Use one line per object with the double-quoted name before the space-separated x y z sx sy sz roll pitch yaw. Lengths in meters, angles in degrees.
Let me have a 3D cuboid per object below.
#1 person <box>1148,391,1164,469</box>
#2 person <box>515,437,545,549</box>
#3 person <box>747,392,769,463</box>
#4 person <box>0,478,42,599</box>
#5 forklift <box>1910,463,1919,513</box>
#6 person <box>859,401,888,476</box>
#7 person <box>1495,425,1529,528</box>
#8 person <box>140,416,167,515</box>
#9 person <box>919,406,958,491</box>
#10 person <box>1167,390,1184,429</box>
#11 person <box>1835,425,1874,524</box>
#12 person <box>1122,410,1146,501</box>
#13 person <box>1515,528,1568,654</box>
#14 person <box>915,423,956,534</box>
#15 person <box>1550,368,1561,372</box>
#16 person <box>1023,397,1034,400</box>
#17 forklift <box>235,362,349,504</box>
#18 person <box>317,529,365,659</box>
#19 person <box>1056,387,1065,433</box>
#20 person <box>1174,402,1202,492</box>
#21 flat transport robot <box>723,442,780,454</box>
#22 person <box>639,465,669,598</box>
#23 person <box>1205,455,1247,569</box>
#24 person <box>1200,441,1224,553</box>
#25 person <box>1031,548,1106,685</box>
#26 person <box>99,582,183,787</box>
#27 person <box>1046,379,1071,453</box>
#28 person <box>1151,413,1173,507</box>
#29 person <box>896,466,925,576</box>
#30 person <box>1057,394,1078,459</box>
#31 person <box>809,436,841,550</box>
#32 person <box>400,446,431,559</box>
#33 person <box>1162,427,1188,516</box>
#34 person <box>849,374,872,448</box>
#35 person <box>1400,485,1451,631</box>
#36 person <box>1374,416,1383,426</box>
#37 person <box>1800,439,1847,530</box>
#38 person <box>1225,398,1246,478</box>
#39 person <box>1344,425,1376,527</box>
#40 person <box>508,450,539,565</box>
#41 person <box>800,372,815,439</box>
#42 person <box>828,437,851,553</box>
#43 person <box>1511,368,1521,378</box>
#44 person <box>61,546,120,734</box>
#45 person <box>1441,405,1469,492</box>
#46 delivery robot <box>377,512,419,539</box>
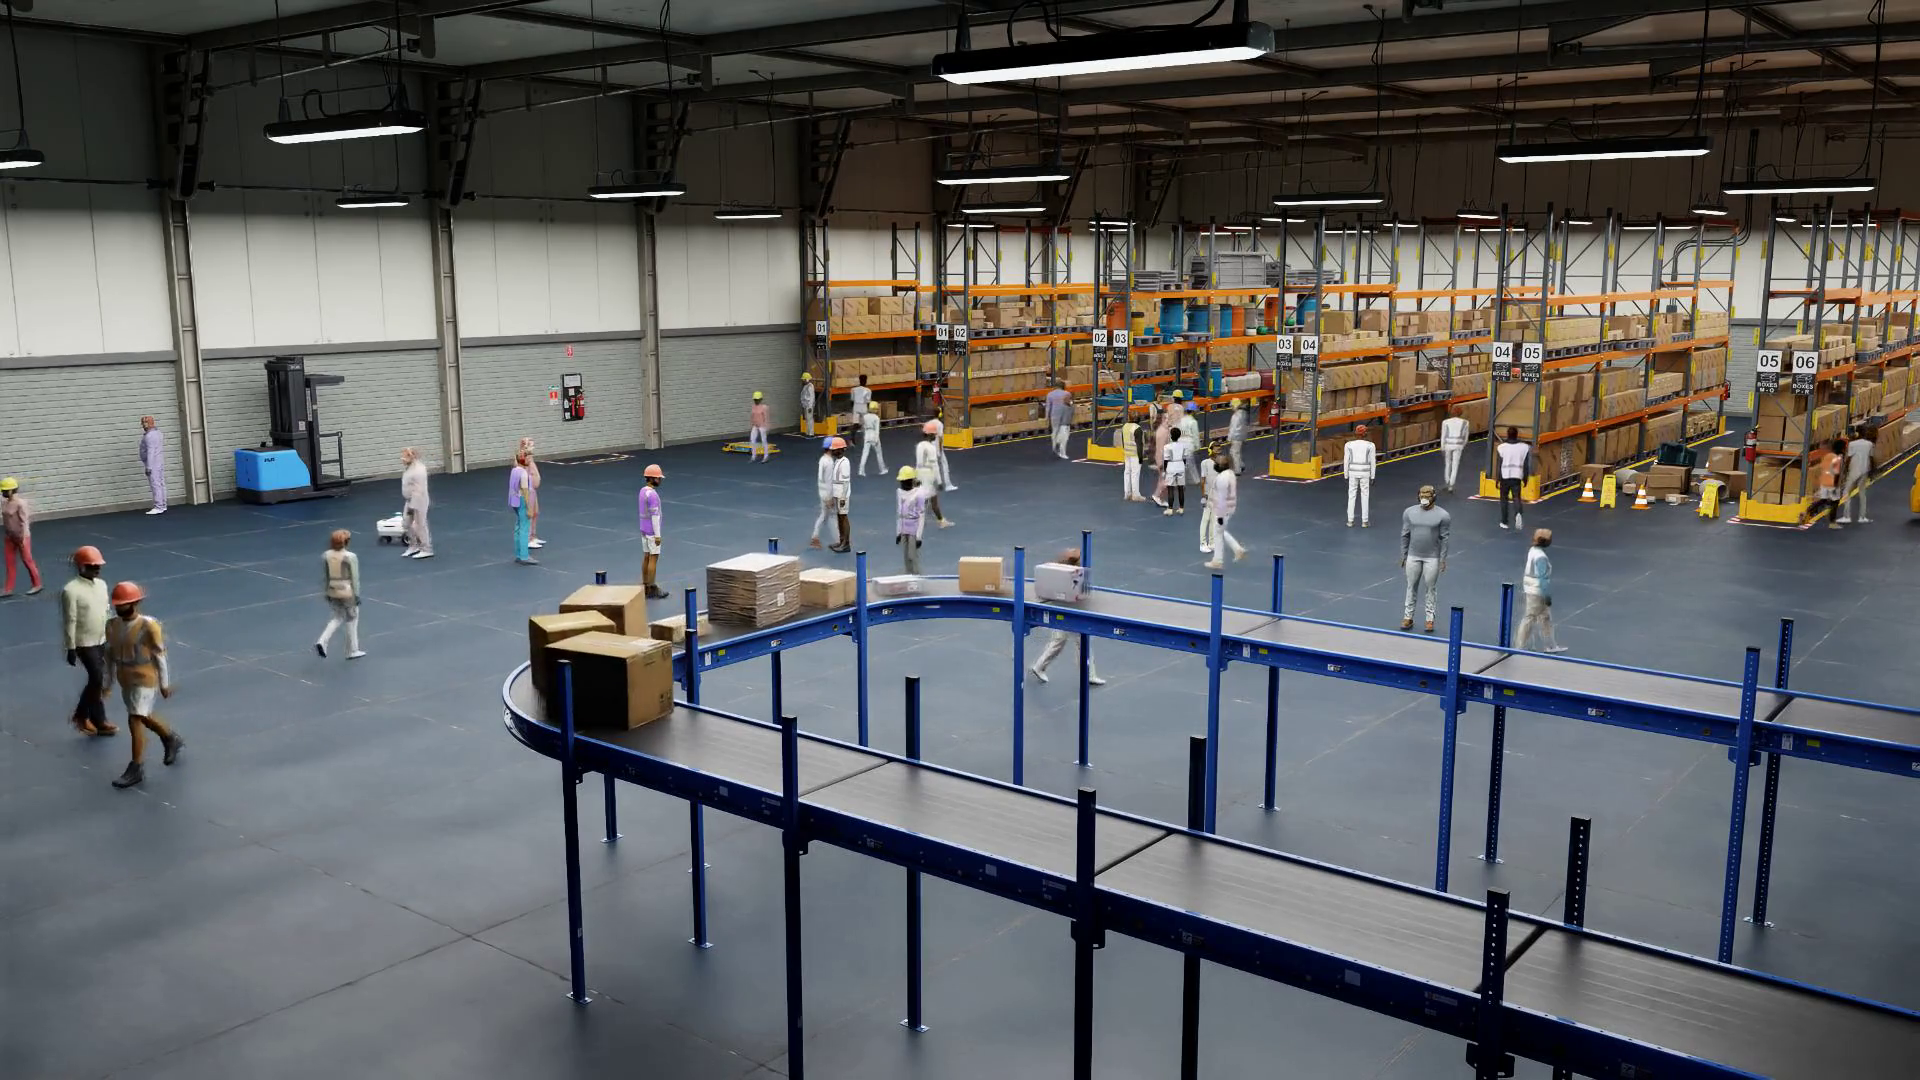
"person" 4.637 -2.603 36.925 0.327 1.843 0.516 7 12 34
"person" -7.355 -0.809 26.696 0.413 1.899 0.649 -2 10 -9
"person" -4.918 -2.718 37.864 0.577 1.736 0.725 6 12 32
"person" -13.777 -0.047 22.827 0.544 1.759 0.515 4 11 23
"forklift" 19.034 -1.348 28.998 2.313 2.155 1.214 8 13 37
"person" -2.003 -2.325 35.768 0.496 1.700 0.866 6 12 30
"person" 10.054 -1.137 28.498 0.598 1.897 0.695 1 10 6
"person" -15.640 -1.452 30.292 0.406 1.902 0.639 -2 10 -10
"person" -0.509 -1.932 33.200 0.956 1.834 0.514 -8 13 -38
"person" 5.014 -2.521 36.245 0.390 1.925 0.587 -5 11 -25
"person" 16.753 -1.225 29.220 0.850 1.840 0.373 -2 10 -10
"person" 3.570 -1.735 32.049 0.429 1.844 0.624 -5 11 -27
"person" 7.211 0.659 19.227 0.761 1.605 0.535 2 10 12
"person" -0.540 -1.117 28.175 1.026 1.988 0.625 -4 11 -22
"person" 19.639 -5.255 52.016 0.597 1.784 0.893 -6 12 -29
"person" 2.051 -4.360 46.549 0.358 1.937 0.549 -5 11 -28
"forklift" -13.803 -2.244 32.110 1.129 2.768 1.873 8 13 37
"person" -7.575 0.679 19.087 0.518 1.622 0.538 4 11 24
"person" 2.764 -3.573 43.026 0.510 1.630 0.521 -7 12 -35
"person" 4.929 -1.982 33.285 0.997 1.891 0.650 -3 11 -18
"flat transport robot" -5.364 -2.375 40.186 1.431 0.197 0.652 8 13 37
"person" -4.468 -0.138 22.794 0.370 1.933 0.550 -6 12 -29
"person" 4.209 -0.448 24.839 0.539 1.828 0.636 5 11 26
"person" 4.264 -0.738 26.352 0.521 1.873 0.328 -8 13 -37
"person" 1.240 0.872 18.044 0.822 1.602 0.512 5 11 25
"person" -7.753 1.299 14.825 0.545 1.907 0.909 3 11 18
"person" 2.499 -3.131 39.751 0.659 1.907 0.796 3 10 16
"person" 4.085 -1.585 31.072 0.416 1.891 0.636 0 10 2
"person" -0.754 -0.132 22.844 0.449 1.910 0.591 -8 13 -39
"person" 2.662 -2.802 38.686 0.558 1.603 0.507 10 14 44
"person" -2.230 -0.791 26.535 0.535 1.969 0.611 -3 10 -16
"person" -8.958 -0.604 25.625 0.567 1.875 0.678 -8 13 -38
"person" 4.133 -1.321 30.123 0.533 1.697 0.319 -4 11 -23
"person" -2.637 -3.409 41.253 0.616 1.930 0.962 4 11 19
"person" 6.140 0.230 20.713 0.630 1.940 0.373 5 11 26
"person" 12.296 -4.233 45.667 0.727 2.000 0.688 -8 13 -37
"person" 15.770 -1.017 28.481 0.661 1.672 0.565 0 10 1
"person" 6.248 -2.315 35.404 0.431 1.810 0.597 4 11 24
"person" 7.359 -1.180 28.812 0.576 1.882 0.355 4 11 20
"person" -7.084 -0.534 25.277 0.372 1.843 0.571 -7 12 -33
"person" -4.207 -3.713 43.216 0.404 1.827 0.600 -3 11 -18
"person" -2.027 -0.770 26.347 0.356 1.938 0.544 -4 11 -20
"person" 15.152 -3.705 42.702 0.375 1.995 0.611 -2 10 -13
"person" -8.886 1.038 16.040 0.434 1.980 0.646 1 10 4
"person" 10.546 -1.959 33.398 0.547 1.828 1.073 4 11 23
"delivery robot" -9.694 -0.232 27.067 0.707 0.478 0.477 0 10 1
